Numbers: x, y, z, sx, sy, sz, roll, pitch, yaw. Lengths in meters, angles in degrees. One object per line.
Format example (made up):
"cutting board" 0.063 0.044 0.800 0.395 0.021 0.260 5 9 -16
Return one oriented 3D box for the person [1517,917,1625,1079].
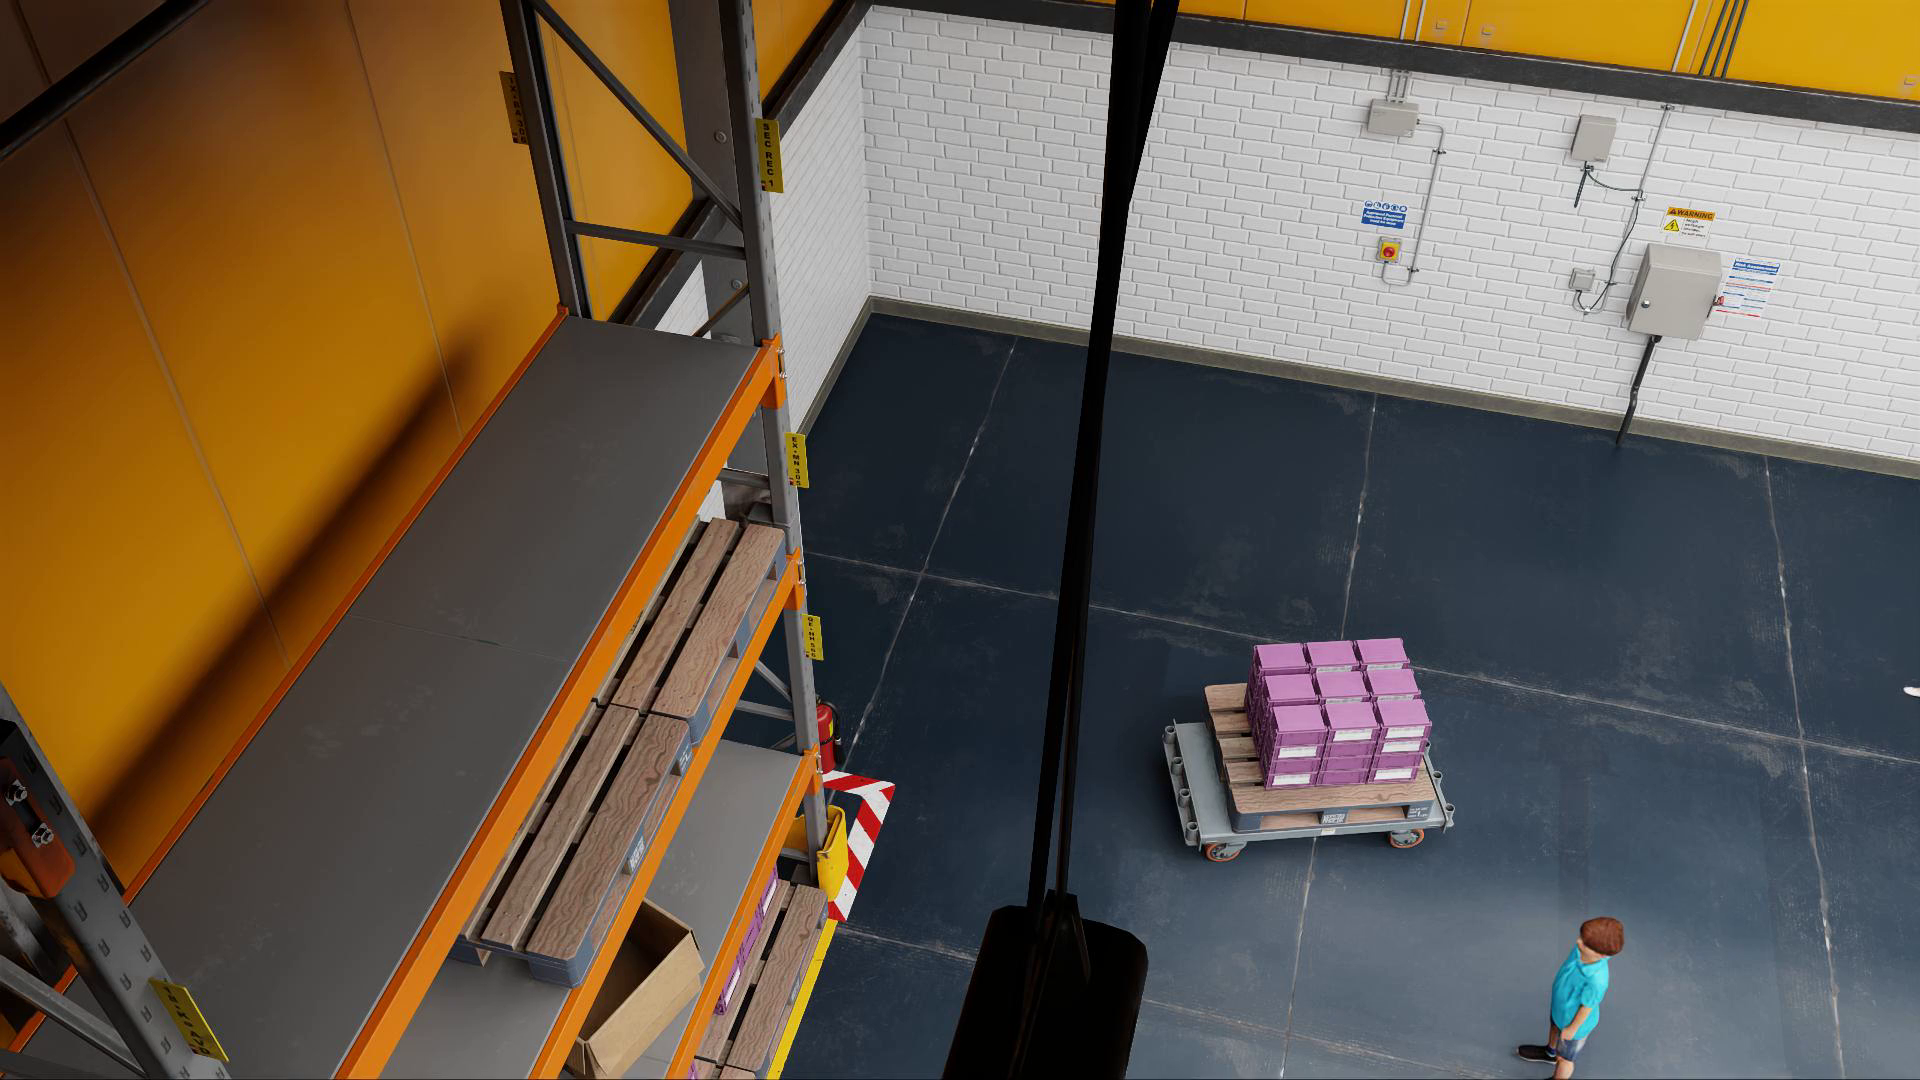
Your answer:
"person" 3.223 2.429 8.679 0.605 1.447 0.470 3 44 3
